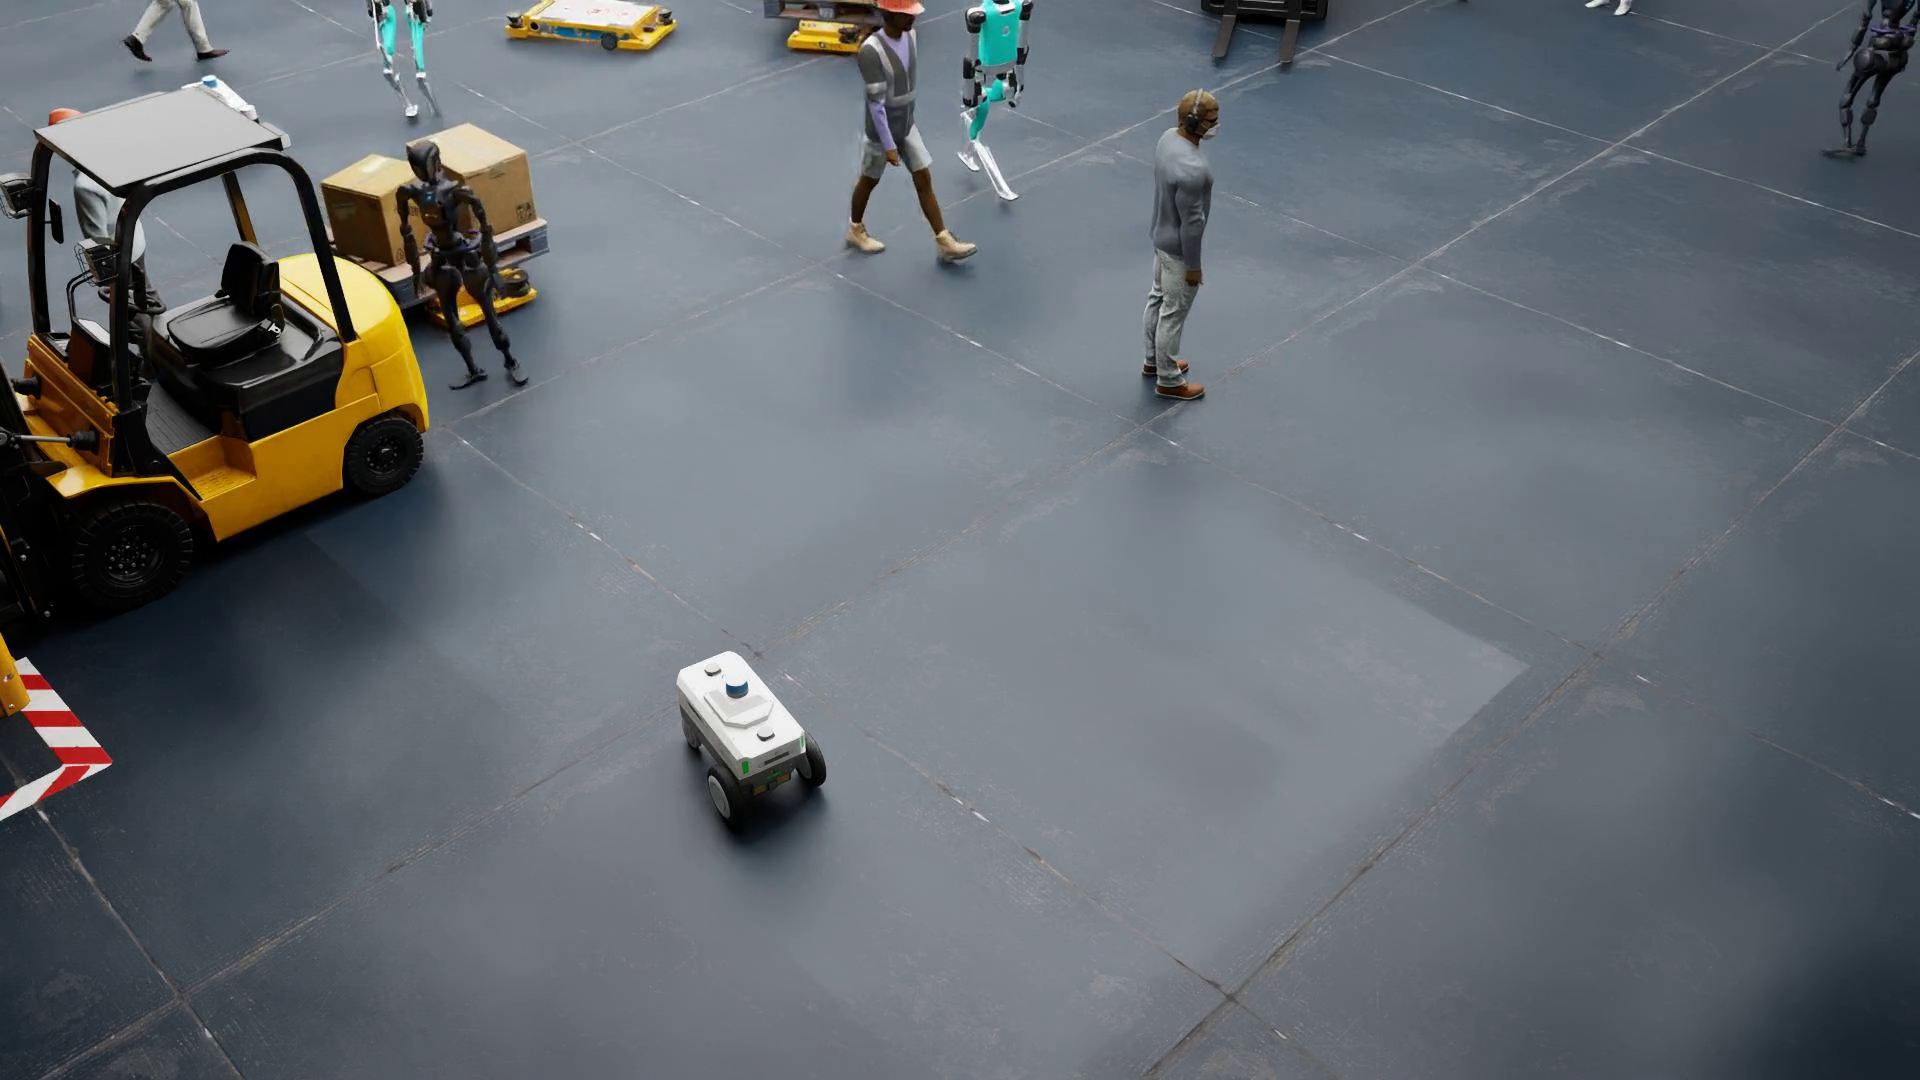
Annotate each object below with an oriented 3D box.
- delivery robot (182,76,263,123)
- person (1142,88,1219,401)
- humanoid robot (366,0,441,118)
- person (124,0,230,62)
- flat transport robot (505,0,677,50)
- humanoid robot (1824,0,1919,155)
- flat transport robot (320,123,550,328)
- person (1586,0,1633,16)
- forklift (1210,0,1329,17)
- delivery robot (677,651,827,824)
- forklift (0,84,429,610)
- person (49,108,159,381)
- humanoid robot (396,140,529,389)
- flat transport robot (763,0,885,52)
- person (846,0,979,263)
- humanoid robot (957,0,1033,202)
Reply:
[{"bbox_3d":[-5.922,-3.394,13.316,0.499,0.613,0.796,-25,43,-30],"label":"delivery robot"},{"bbox_3d":[1.317,-1.763,9.968,0.373,1.935,0.627,-5,37,-7],"label":"person"},{"bbox_3d":[-4.525,-4.182,13.385,0.543,1.815,0.723,-4,37,-5],"label":"humanoid robot"},{"bbox_3d":[-6.987,-4.989,14.437,0.760,1.751,0.558,-30,46,-33],"label":"person"},{"bbox_3d":[-3.420,-4.797,15.418,1.431,0.231,0.659,9,38,12],"label":"flat transport robot"},{"bbox_3d":[7.178,-3.805,12.912,0.599,1.635,0.428,-10,38,-13],"label":"humanoid robot"},{"bbox_3d":[-3.608,-1.865,11.493,1.431,0.231,0.659,30,46,34],"label":"flat transport robot"},{"bbox_3d":[6.244,-5.766,15.577,0.319,1.630,0.529,-22,42,-27],"label":"person"},{"bbox_3d":[3.106,-6.400,15.960,1.214,2.155,2.313,8,37,10],"label":"forklift"},{"bbox_3d":[-0.993,0.864,7.602,0.499,0.596,0.795,-22,42,-26],"label":"delivery robot"},{"bbox_3d":[-4.145,-1.093,8.856,2.313,2.155,1.214,-31,47,-34],"label":"forklift"},{"bbox_3d":[-5.186,-1.801,10.181,0.351,1.738,0.572,-4,37,-6],"label":"person"},{"bbox_3d":[-3.036,-1.662,10.044,0.610,1.643,0.391,4,37,5],"label":"humanoid robot"},{"bbox_3d":[-1.115,-4.921,15.584,0.659,0.231,1.431,7,37,9],"label":"flat transport robot"},{"bbox_3d":[-0.393,-2.806,11.319,1.055,1.987,0.615,23,43,28],"label":"person"},{"bbox_3d":[0.136,-3.401,12.349,0.546,1.742,1.031,-21,41,-25],"label":"humanoid robot"}]
